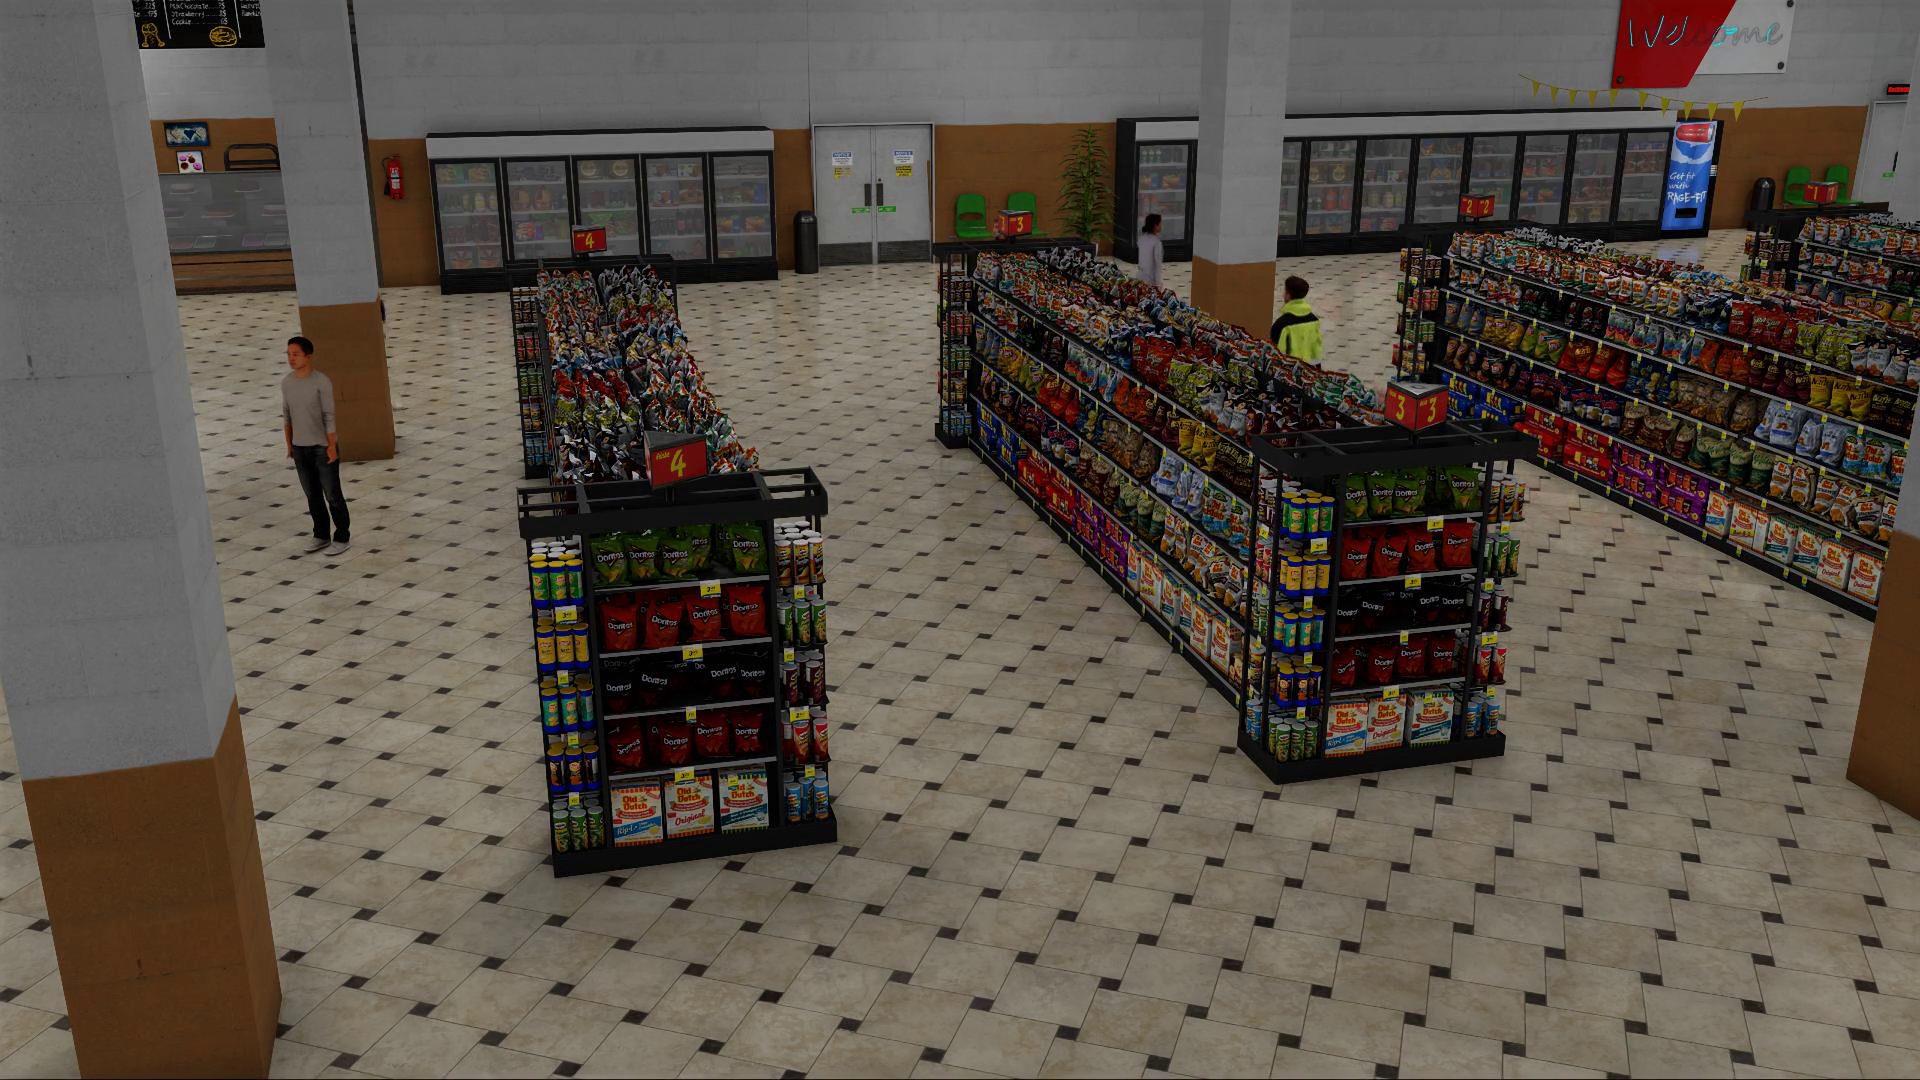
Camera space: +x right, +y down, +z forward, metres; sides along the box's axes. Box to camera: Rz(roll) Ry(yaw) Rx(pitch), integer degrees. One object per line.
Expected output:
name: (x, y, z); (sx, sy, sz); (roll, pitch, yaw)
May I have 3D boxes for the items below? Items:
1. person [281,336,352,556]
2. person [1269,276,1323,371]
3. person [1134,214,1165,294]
person: (-5.233, -0.775, 13.540); (0.705, 1.809, 0.704); (5, 19, 15)
person: (3.100, -1.384, 15.110); (1.007, 1.959, 1.169); (-13, 23, -34)
person: (2.304, -3.214, 20.945); (0.938, 1.699, 1.090); (-13, 22, -33)
